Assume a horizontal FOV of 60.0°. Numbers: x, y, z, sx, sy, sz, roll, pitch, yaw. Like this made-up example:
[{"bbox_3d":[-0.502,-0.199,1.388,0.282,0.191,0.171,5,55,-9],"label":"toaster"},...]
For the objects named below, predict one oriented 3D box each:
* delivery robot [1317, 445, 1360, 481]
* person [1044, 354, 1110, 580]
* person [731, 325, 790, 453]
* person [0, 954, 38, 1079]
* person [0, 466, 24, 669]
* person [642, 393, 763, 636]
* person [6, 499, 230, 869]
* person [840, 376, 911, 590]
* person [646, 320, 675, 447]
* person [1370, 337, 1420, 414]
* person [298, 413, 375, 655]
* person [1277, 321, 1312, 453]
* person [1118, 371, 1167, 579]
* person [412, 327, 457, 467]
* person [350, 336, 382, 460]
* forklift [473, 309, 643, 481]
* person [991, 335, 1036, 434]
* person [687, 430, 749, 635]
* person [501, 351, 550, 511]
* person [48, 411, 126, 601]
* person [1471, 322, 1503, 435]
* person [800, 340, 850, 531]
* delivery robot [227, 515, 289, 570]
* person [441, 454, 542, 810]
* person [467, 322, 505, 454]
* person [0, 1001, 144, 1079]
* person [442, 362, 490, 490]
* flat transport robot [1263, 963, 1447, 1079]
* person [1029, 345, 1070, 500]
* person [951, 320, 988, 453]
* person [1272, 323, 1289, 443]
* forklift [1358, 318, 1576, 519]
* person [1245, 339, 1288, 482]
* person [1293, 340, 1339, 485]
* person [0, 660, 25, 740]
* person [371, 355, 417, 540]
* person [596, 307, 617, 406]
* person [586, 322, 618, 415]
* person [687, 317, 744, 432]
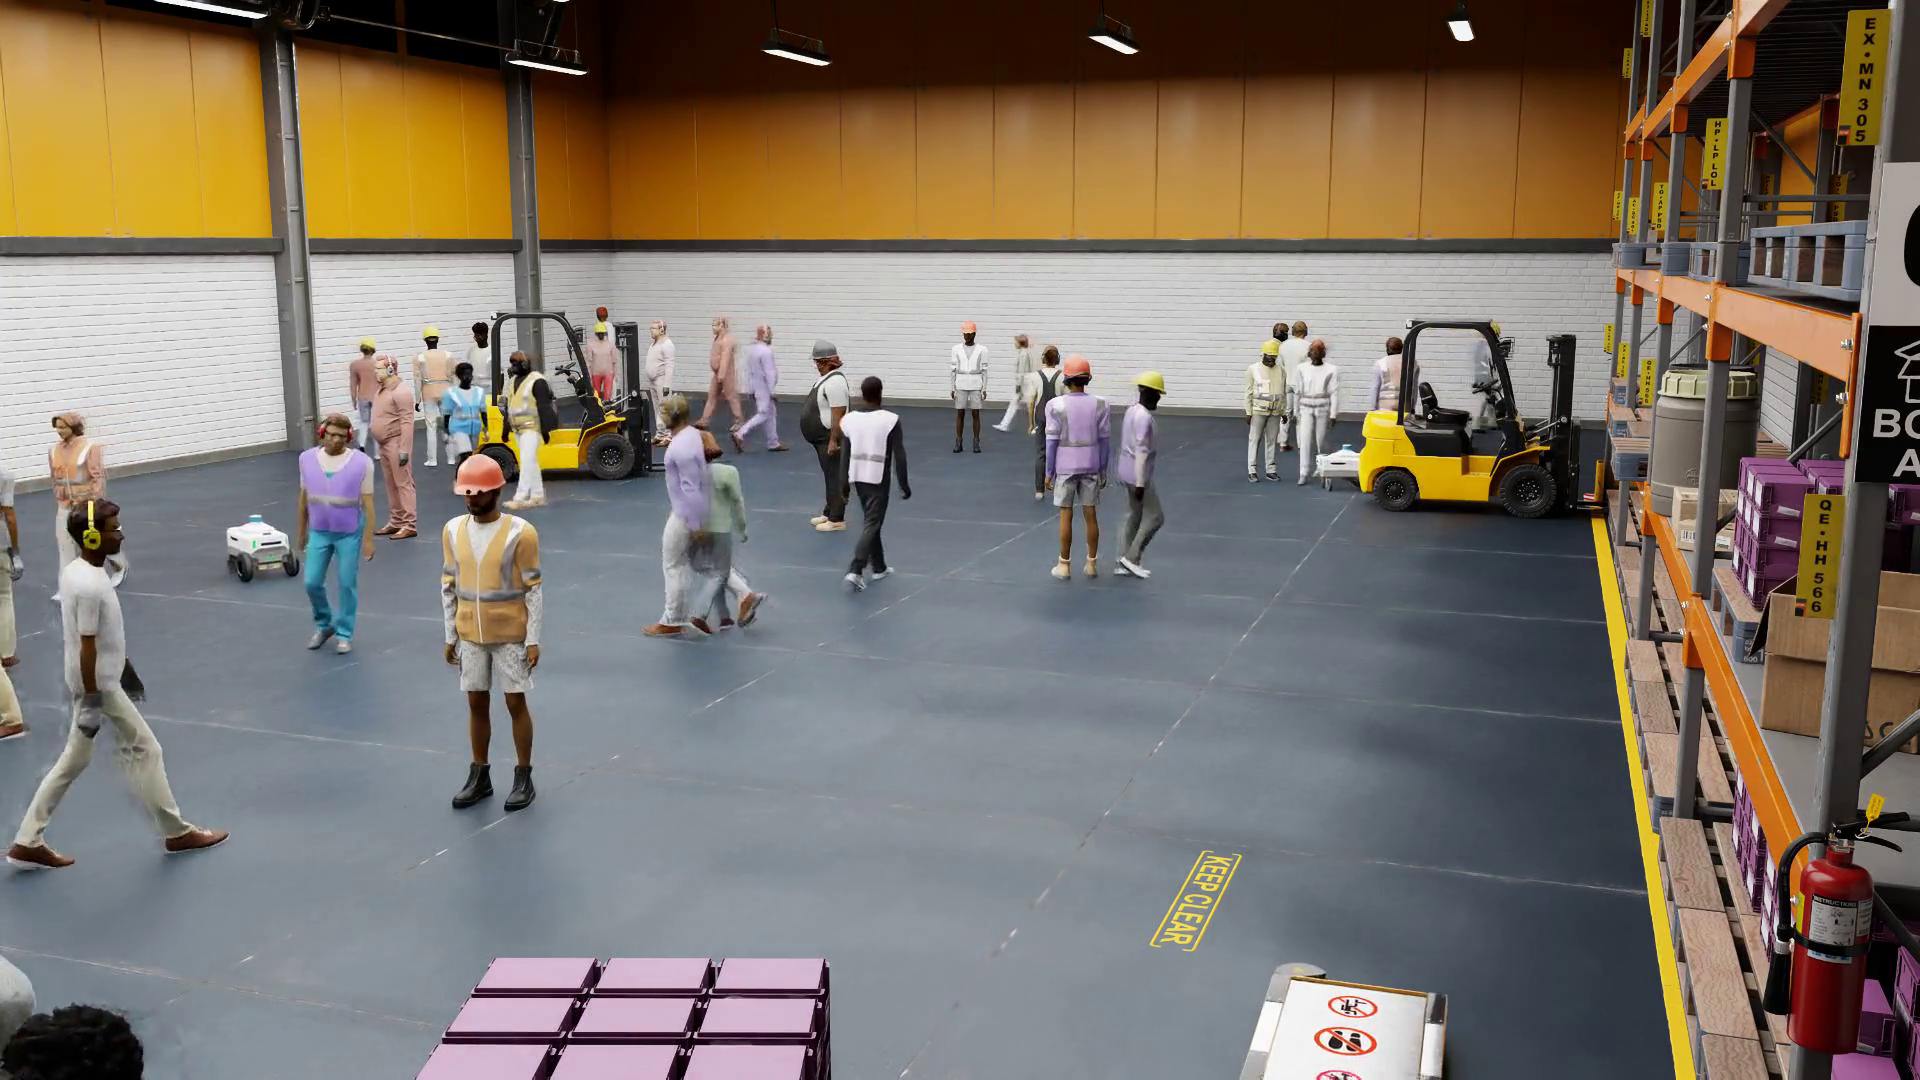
[{"bbox_3d":[4.791,-0.940,20.635,0.707,0.478,0.477,1,10,5],"label":"delivery robot"},{"bbox_3d":[1.054,-0.658,15.109,0.607,2.048,0.368,-2,10,-13],"label":"person"},{"bbox_3d":[-2.924,-2.199,24.255,0.832,1.882,0.640,-3,11,-19],"label":"person"},{"bbox_3d":[-2.344,1.496,3.850,0.484,1.739,0.313,3,10,14],"label":"person"},{"bbox_3d":[-6.825,0.084,11.570,0.529,1.826,0.941,-4,11,-19],"label":"person"},{"bbox_3d":[-2.013,-0.192,12.874,0.863,1.913,0.631,0,10,-2],"label":"person"},{"bbox_3d":[-4.205,0.702,8.098,0.969,1.826,0.513,-7,12,-36],"label":"person"},{"bbox_3d":[-0.807,-0.520,14.816,0.595,1.880,0.961,6,12,29],"label":"person"},{"bbox_3d":[-4.544,-2.371,25.138,0.408,1.913,0.642,-7,12,-33],"label":"person"},{"bbox_3d":[5.726,-1.762,21.971,0.640,1.832,0.431,-1,10,-3],"label":"person"},{"bbox_3d":[-4.595,-0.040,12.295,0.613,1.810,0.457,0,10,-1],"label":"person"},{"bbox_3d":[4.928,-2.236,24.343,0.632,1.933,0.371,9,13,41],"label":"person"},{"bbox_3d":[1.657,-0.587,15.133,0.452,1.893,0.600,-1,10,-8],"label":"person"},{"bbox_3d":[-7.189,-1.959,22.798,0.585,1.918,0.377,-6,12,-32],"label":"person"},{"bbox_3d":[-8.294,-1.983,23.415,0.531,1.755,0.396,0,10,-1],"label":"person"},{"bbox_3d":[-5.354,-1.902,21.697,2.313,2.155,1.214,-2,10,-13],"label":"forklift"},{"bbox_3d":[0.942,-2.486,26.653,0.853,1.586,0.539,-1,10,-4],"label":"person"},{"bbox_3d":[-1.952,-0.061,12.991,0.512,1.602,0.611,4,11,21],"label":"person"},{"bbox_3d":[-5.076,-1.247,19.049,0.658,1.820,0.740,9,14,42],"label":"person"},{"bbox_3d":[-7.626,-0.326,14.475,0.518,1.610,0.785,1,10,6],"label":"person"},{"bbox_3d":[8.517,-2.567,26.530,0.757,1.802,0.616,-1,10,-5],"label":"person"},{"bbox_3d":[-1.435,-1.120,17.728,0.536,2.000,0.676,-2,10,-9],"label":"person"},{"bbox_3d":[-6.444,0.015,15.257,0.477,0.478,0.707,-9,13,-41],"label":"delivery robot"},{"bbox_3d":[-2.519,0.499,8.909,0.551,1.932,0.378,2,10,10],"label":"person"},{"bbox_3d":[-6.687,-2.087,23.399,0.604,1.960,0.372,3,11,18],"label":"person"},{"bbox_3d":[-1.464,1.658,3.084,0.543,1.675,0.534,2,10,10],"label":"person"},{"bbox_3d":[-5.950,-1.313,19.926,0.875,1.656,0.533,10,14,44],"label":"person"},{"bbox_3d":[1.346,1.879,5.819,0.652,0.197,1.431,3,11,18],"label":"flat transport robot"},{"bbox_3d":[1.075,-1.394,19.821,0.517,1.843,0.326,1,10,7],"label":"person"},{"bbox_3d":[0.132,-2.236,24.298,0.543,1.940,0.361,1,10,5],"label":"person"},{"bbox_3d":[4.900,-2.421,25.636,0.430,1.838,0.619,1,10,4],"label":"person"},{"bbox_3d":[5.787,-1.437,19.079,2.313,2.155,1.214,3,11,19],"label":"forklift"},{"bbox_3d":[3.938,-1.658,21.341,0.589,1.834,0.403,-3,10,-16],"label":"person"},{"bbox_3d":[4.574,-1.657,21.340,0.582,1.842,0.985,4,11,21],"label":"person"},{"bbox_3d":[-6.099,0.458,10.062,0.704,1.608,0.514,-6,12,-32],"label":"person"},{"bbox_3d":[-5.879,-0.961,17.209,0.399,1.909,0.642,-9,13,-40],"label":"person"},{"bbox_3d":[-6.632,-3.415,31.100,0.361,1.882,0.575,3,10,16],"label":"person"},{"bbox_3d":[-6.062,-2.833,28.195,0.534,1.743,0.693,-2,10,-10],"label":"person"},{"bbox_3d":[-3.944,-2.666,26.909,0.958,1.861,0.667,-5,11,-24],"label":"person"}]
